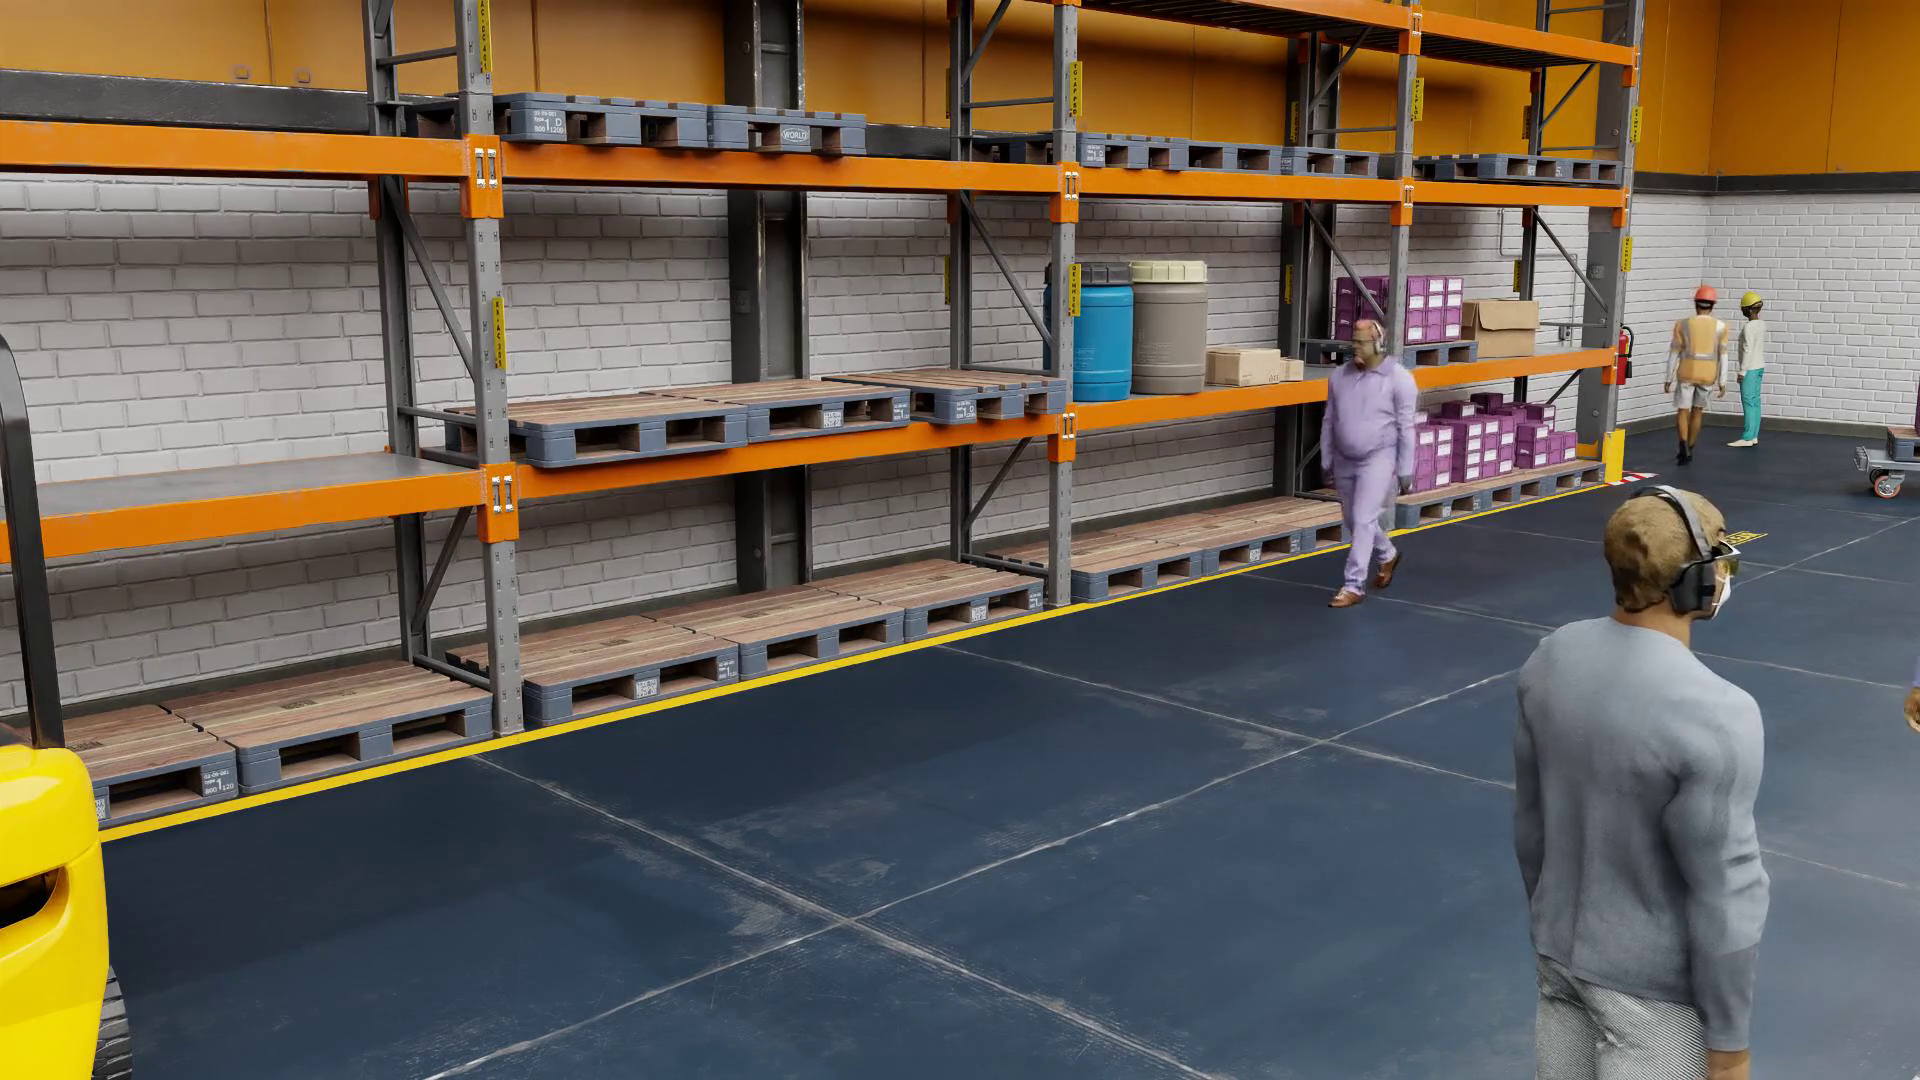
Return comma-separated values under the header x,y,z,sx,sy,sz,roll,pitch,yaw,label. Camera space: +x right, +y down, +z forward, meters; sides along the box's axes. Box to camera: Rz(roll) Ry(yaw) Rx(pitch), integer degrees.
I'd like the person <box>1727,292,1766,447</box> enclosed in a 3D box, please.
x,y,z,sx,sy,sz,roll,pitch,yaw,label
8.983,-1.935,18.959,0.329,1.763,0.523,9,14,41,person

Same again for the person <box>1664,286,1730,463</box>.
x,y,z,sx,sy,sz,roll,pitch,yaw,label
7.775,-1.739,17.570,0.590,1.881,0.741,3,11,16,person

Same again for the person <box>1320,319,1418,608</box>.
x,y,z,sx,sy,sz,roll,pitch,yaw,label
2.707,-0.526,10.986,0.872,1.877,0.652,-9,14,-42,person

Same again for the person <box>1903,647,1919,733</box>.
x,y,z,sx,sy,sz,roll,pitch,yaw,label
3.358,0.451,5.224,0.450,2.025,0.618,-9,14,-40,person

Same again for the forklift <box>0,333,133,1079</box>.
x,y,z,sx,sy,sz,roll,pitch,yaw,label
-3.289,0.485,4.582,1.214,2.155,2.313,-10,14,-44,forklift

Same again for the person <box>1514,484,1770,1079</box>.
x,y,z,sx,sy,sz,roll,pitch,yaw,label
1.326,0.851,3.284,0.372,1.940,0.629,-3,11,-16,person
